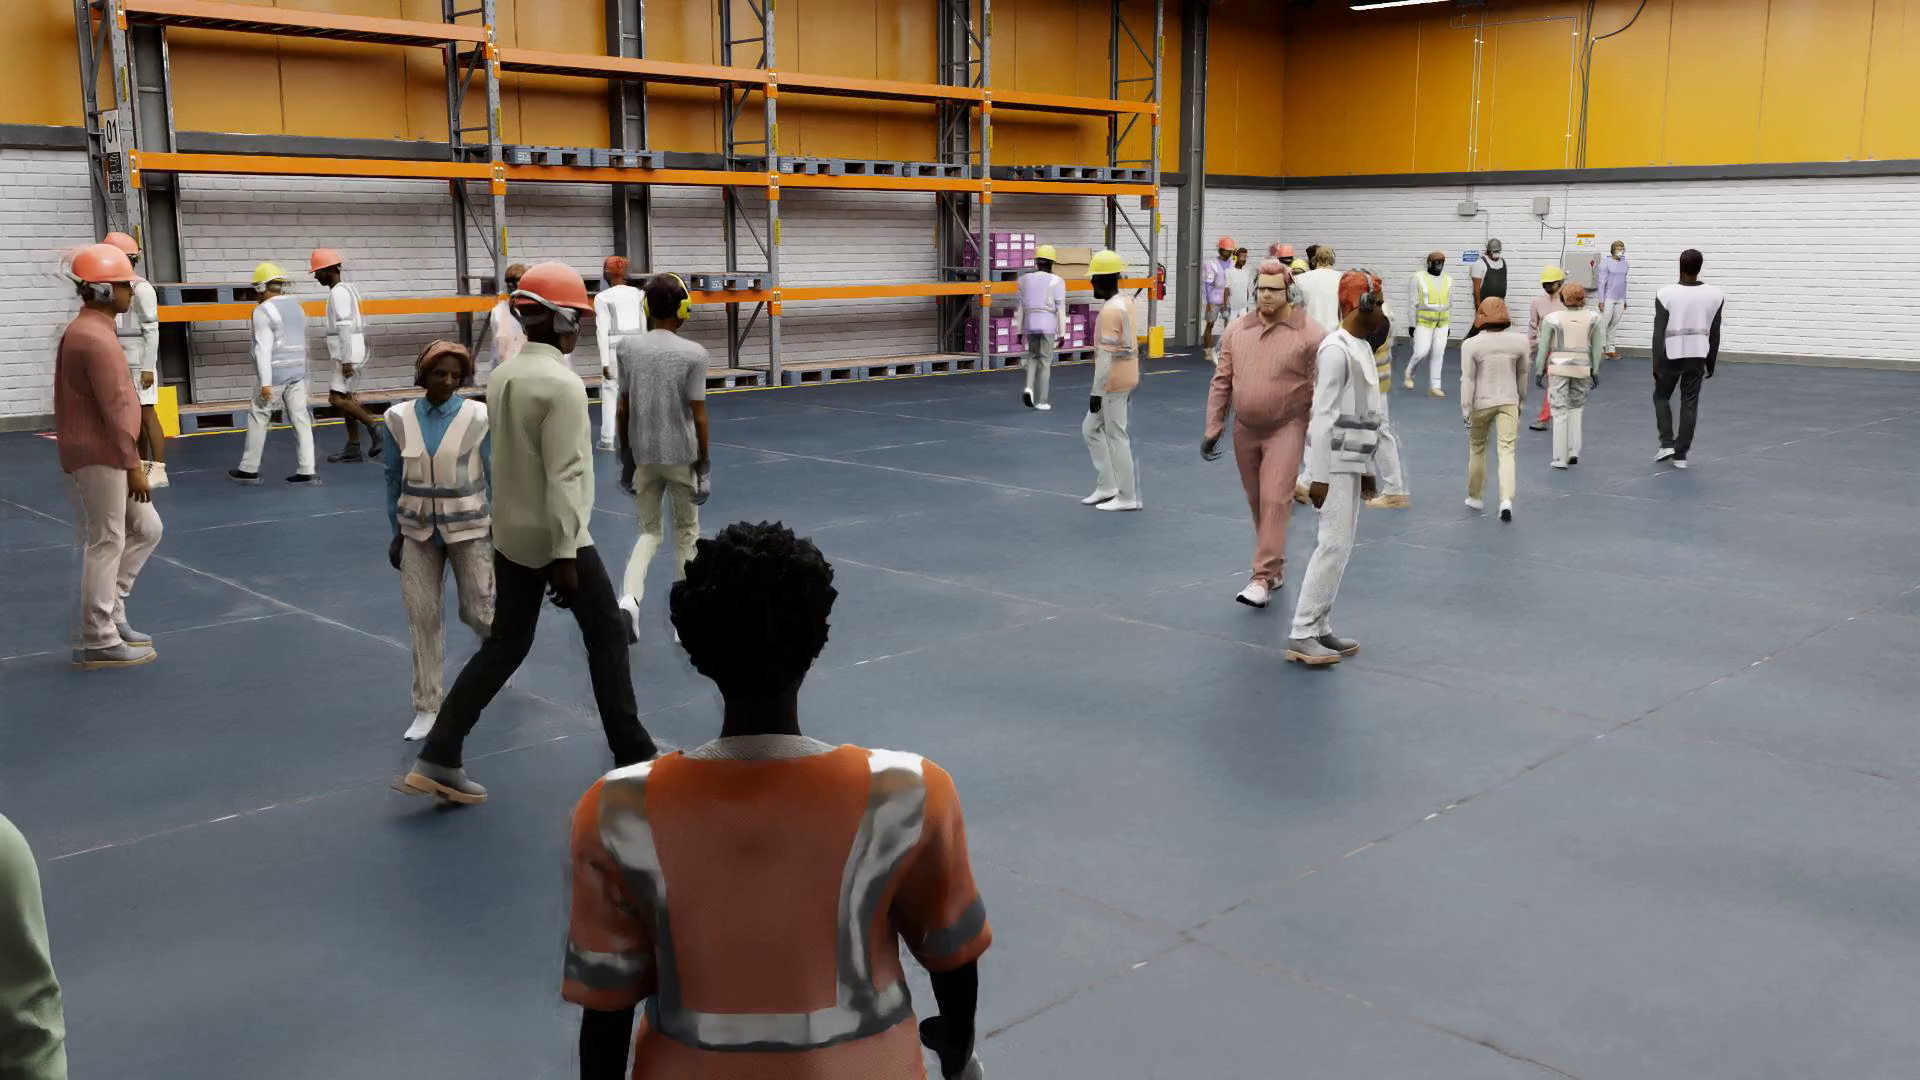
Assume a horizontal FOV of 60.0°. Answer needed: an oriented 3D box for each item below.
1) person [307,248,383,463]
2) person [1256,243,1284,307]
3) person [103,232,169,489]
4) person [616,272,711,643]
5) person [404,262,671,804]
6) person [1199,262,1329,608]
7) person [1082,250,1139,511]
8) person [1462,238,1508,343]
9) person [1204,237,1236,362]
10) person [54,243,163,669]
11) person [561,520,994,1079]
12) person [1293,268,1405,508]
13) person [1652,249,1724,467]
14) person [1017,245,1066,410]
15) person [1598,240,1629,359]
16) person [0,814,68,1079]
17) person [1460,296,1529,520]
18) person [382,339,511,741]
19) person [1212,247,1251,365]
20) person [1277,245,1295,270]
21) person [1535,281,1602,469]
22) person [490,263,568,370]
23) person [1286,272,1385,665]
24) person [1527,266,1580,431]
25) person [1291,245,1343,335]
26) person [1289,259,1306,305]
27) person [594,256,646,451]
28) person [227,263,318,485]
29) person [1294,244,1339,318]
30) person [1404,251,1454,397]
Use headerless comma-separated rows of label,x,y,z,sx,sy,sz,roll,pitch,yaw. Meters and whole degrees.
person,-5.450,-1.628,14.781,0.560,1.907,0.596,-3,11,-17
person,5.208,-4.009,27.810,0.439,1.886,0.709,-9,14,-40
person,-6.632,-1.423,13.299,0.615,2.043,0.373,8,13,39
person,-1.464,-0.375,8.117,0.530,1.851,0.582,3,11,15
person,-1.533,-0.013,5.924,1.006,1.942,0.634,-9,14,-41
person,1.627,-0.565,9.112,0.646,1.871,0.925,8,13,39
person,1.061,-1.152,12.179,0.584,1.906,0.607,2,11,11
person,9.081,-4.228,28.599,0.736,2.000,0.793,-2,11,-13
person,4.138,-3.774,26.264,0.649,1.977,1.022,-4,11,-21
person,-3.977,-0.383,7.787,0.481,1.979,0.619,-6,12,-28
person,-0.232,0.789,2.289,0.546,1.640,0.903,1,10,6
person,2.885,-1.111,12.325,0.958,1.777,0.609,-1,10,-8
person,6.358,-1.595,14.617,0.606,1.897,0.512,1,10,7
person,0.957,-2.456,19.279,0.606,1.908,0.413,5,11,25
person,10.675,-3.922,27.214,0.633,1.936,0.353,-5,12,-27
person,-1.354,0.845,2.047,0.508,1.632,0.271,0,10,1
person,3.858,-0.961,12.008,0.500,1.590,0.864,1,10,6
person,-2.087,-0.030,6.878,0.512,1.614,0.653,1,10,3
person,4.176,-3.540,25.390,0.518,1.844,0.826,-5,12,-26
person,4.505,-3.130,23.057,0.559,1.871,1.039,-1,10,-7
person,5.266,-1.432,14.460,0.538,1.623,0.433,0,10,1
person,-3.071,-1.046,11.844,0.630,1.830,0.453,2,11,12
person,1.814,-0.344,7.954,0.357,1.852,0.646,5,12,26
person,6.250,-2.006,17.416,0.962,1.712,0.550,-10,14,-43
person,3.865,-2.208,17.932,0.635,1.916,0.693,0,10,3
person,4.288,-2.732,21.300,0.522,1.727,0.869,0,10,1
person,-3.090,-1.703,15.403,0.592,1.848,0.966,-9,14,-41
person,-5.611,-1.336,13.496,0.847,1.791,0.596,3,11,18
person,4.314,-2.623,20.196,0.605,1.930,0.986,-2,11,-9
person,5.933,-2.733,21.022,0.640,1.830,0.608,-2,11,-13
